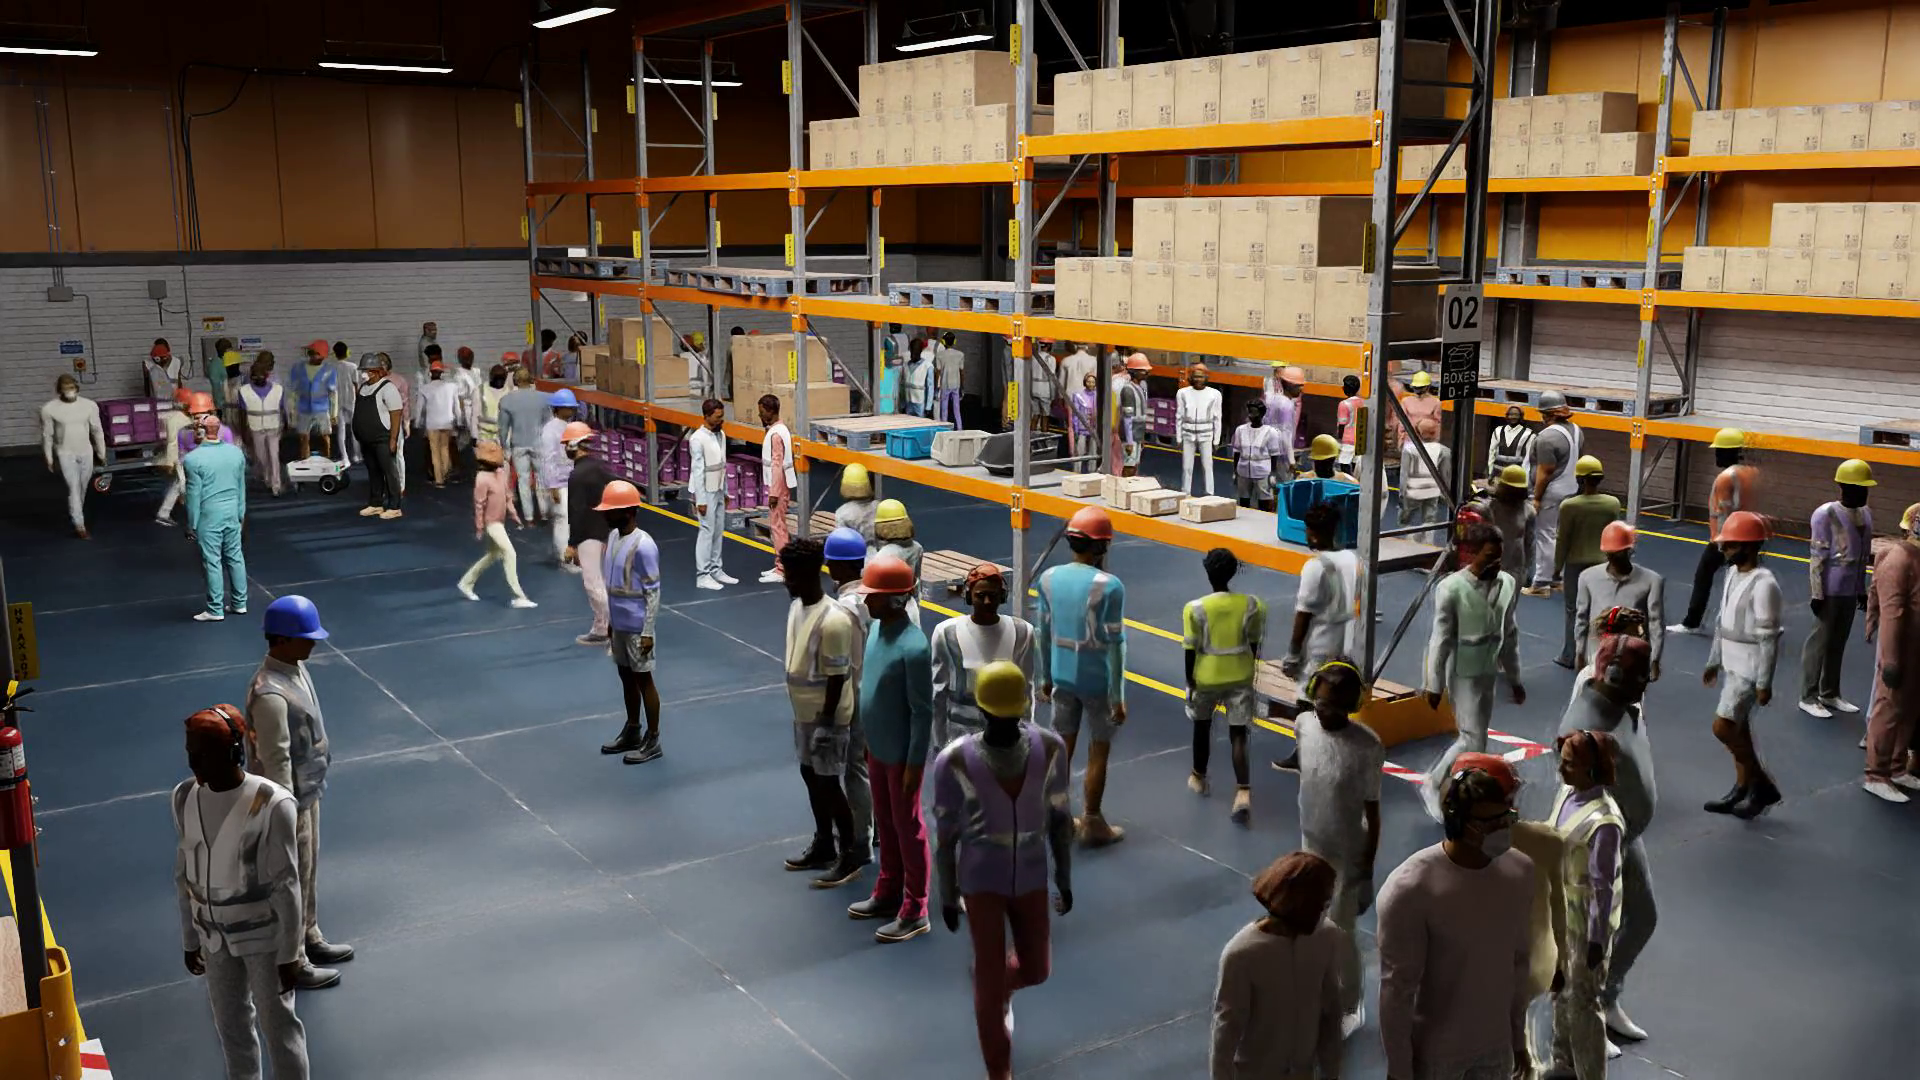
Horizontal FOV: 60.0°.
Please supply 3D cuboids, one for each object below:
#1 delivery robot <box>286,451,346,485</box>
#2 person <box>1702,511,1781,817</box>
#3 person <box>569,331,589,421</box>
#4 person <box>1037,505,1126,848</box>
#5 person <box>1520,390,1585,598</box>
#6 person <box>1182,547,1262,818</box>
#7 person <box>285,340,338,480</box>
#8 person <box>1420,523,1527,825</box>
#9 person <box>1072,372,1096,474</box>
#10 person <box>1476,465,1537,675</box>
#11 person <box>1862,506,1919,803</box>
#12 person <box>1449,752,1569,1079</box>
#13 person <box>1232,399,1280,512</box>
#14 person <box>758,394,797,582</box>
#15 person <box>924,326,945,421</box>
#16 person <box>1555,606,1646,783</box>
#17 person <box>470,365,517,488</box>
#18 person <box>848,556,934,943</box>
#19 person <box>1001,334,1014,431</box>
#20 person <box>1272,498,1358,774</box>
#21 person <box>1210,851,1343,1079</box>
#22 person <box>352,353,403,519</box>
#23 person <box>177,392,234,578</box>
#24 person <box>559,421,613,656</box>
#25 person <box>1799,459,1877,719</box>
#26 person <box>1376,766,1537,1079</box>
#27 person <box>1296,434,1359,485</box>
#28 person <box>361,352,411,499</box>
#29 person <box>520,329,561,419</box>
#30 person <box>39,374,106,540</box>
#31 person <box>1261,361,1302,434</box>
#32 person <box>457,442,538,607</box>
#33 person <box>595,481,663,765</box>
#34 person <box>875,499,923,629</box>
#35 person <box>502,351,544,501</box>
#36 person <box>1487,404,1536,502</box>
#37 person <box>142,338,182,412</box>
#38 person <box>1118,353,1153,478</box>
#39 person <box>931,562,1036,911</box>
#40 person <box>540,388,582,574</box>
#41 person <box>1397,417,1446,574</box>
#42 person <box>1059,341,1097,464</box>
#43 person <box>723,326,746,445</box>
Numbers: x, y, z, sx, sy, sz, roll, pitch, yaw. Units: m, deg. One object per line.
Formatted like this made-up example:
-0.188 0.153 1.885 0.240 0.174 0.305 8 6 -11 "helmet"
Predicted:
-8.619 -0.945 22.260 0.707 0.478 0.477 0 11 -1 "delivery robot"
4.781 0.776 10.199 0.433 1.924 0.556 2 11 9 "person"
-6.152 -2.478 27.039 0.633 1.846 0.429 8 13 34 "person"
0.729 0.805 9.737 0.621 2.040 0.392 10 15 41 "person"
5.726 -0.466 16.237 0.674 2.000 0.535 -10 15 -42 "person"
1.639 0.879 10.339 0.524 1.658 0.808 0 11 -2 "person"
-9.107 -1.798 23.235 0.820 1.993 0.381 -1 11 -5 "person"
3.086 0.824 9.992 0.584 1.902 0.456 -8 13 -34 "person"
1.710 -1.425 22.183 0.513 1.637 0.313 -6 13 -29 "person"
4.373 0.249 13.368 0.503 1.722 0.441 0 11 1 "person"
6.087 0.710 10.594 0.679 1.900 0.395 -9 14 -38 "person"
2.031 1.628 6.362 0.587 1.706 0.726 -8 14 -36 "person"
3.258 -0.719 18.415 0.540 1.696 0.316 7 13 31 "person"
-1.866 -0.530 16.924 0.415 1.907 0.592 -2 11 -8 "person"
-0.490 -2.742 28.294 0.574 1.881 0.357 7 13 32 "person"
3.125 1.215 8.130 0.390 1.847 0.563 7 13 31 "person"
-6.009 -1.369 21.460 0.671 1.808 0.690 -6 12 -26 "person"
-0.348 1.058 8.556 0.381 1.994 0.620 -6 12 -27 "person"
0.872 -2.762 28.722 0.342 1.750 0.568 0 11 1 "person"
2.355 0.669 10.712 0.750 1.924 0.625 8 13 34 "person"
1.059 1.827 5.601 0.551 1.614 0.381 -6 13 -29 "person"
-7.175 -1.277 20.389 0.687 2.000 0.535 8 13 34 "person"
-7.704 -0.559 17.029 0.563 1.924 0.447 0 11 -1 "person"
-3.087 -0.024 14.205 0.671 1.962 0.687 0 11 2 "person"
6.534 0.352 12.338 0.585 1.929 0.370 -6 12 -27 "person"
1.646 1.681 5.509 0.630 1.940 0.372 -6 13 -28 "person"
3.018 0.067 13.843 0.591 1.917 0.412 8 14 36 "person"
-7.497 -1.488 21.743 0.627 1.934 0.370 -1 11 -7 "person"
-6.657 -2.374 26.284 0.718 1.938 0.373 -4 12 -20 "person"
-10.323 -0.991 19.348 0.991 1.902 0.633 10 15 42 "person"
4.370 -1.639 22.769 0.591 1.833 0.404 8 14 36 "person"
-4.453 -0.158 15.834 0.815 1.585 0.483 1 11 4 "person"
-2.256 0.554 11.280 0.368 1.935 0.552 -9 14 -39 "person"
-0.456 0.570 11.713 0.305 1.738 0.484 7 13 33 "person"
-5.814 -1.499 21.790 0.671 1.938 0.936 4 12 17 "person"
6.102 -0.698 18.440 0.520 1.645 0.307 9 14 40 "person"
-12.168 -2.166 25.447 0.393 1.842 0.564 10 15 42 "person"
2.136 -1.256 20.273 0.393 2.044 0.609 4 12 19 "person"
0.126 1.049 8.892 0.576 1.882 0.355 -2 11 -11 "person"
-4.109 -0.606 17.218 0.447 1.935 0.631 4 12 22 "person"
4.772 -0.460 17.253 0.549 1.621 0.458 -2 11 -12 "person"
1.798 -2.138 25.088 0.637 1.922 1.043 2 11 10 "person"
-3.641 -2.503 26.974 0.385 1.918 0.590 -2 11 -8 "person"
